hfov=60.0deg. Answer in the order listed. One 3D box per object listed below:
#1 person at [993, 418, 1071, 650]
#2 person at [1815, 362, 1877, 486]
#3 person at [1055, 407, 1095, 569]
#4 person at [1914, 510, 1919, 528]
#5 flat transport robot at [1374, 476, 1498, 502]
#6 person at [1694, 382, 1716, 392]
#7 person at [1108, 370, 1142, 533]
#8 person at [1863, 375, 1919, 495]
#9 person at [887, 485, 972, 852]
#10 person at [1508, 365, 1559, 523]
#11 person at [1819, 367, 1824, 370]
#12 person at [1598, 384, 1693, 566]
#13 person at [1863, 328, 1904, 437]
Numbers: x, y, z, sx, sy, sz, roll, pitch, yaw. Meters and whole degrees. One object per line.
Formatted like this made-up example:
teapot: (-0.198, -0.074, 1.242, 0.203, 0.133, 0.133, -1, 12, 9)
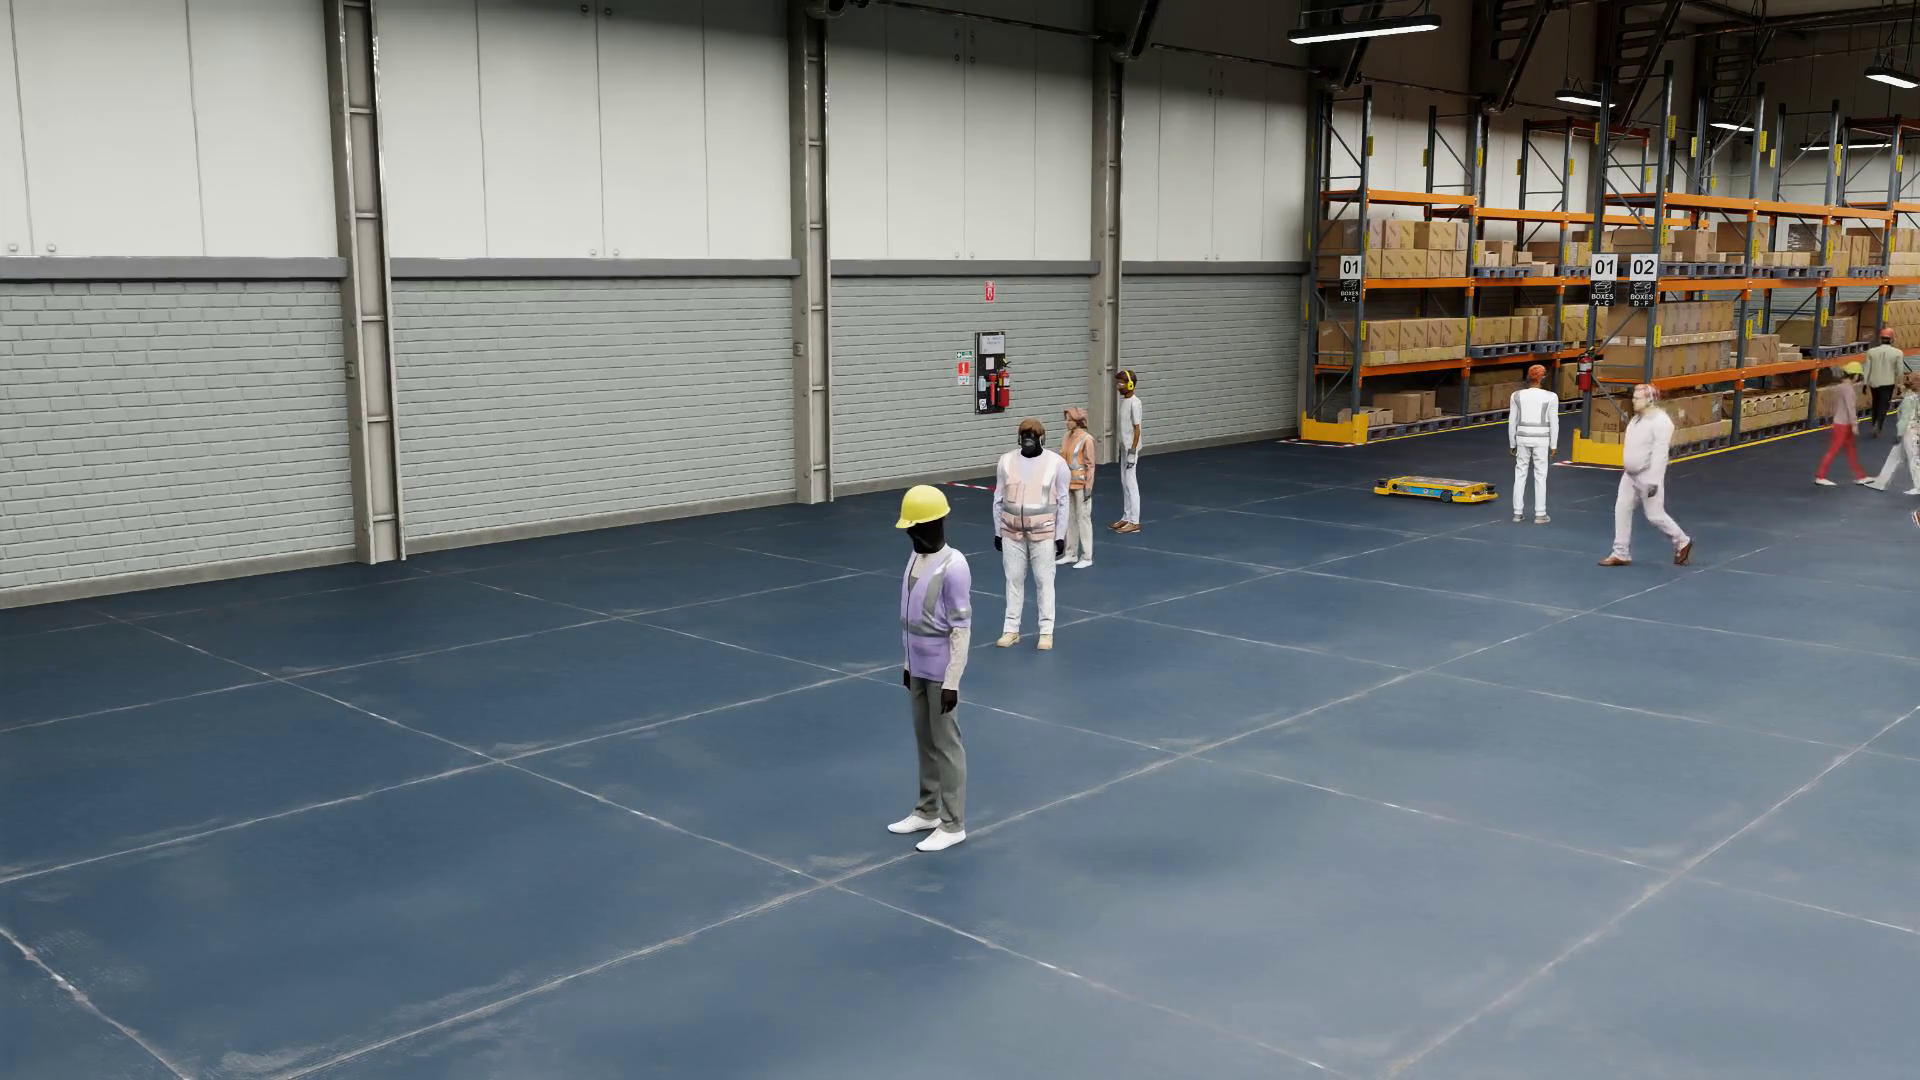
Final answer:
person: (0.554, -0.049, 13.254, 0.625, 1.846, 0.429, 3, 10, 18)
person: (12.334, -1.593, 23.032, 0.826, 1.722, 0.537, 4, 10, 22)
person: (1.175, -0.530, 16.812, 0.310, 1.636, 0.523, -5, 11, -30)
person: (11.131, -0.823, 18.633, 0.584, 1.618, 0.505, 5, 11, 29)
flat transport robot: (6.252, -0.679, 21.870, 1.431, 0.197, 0.652, 9, 13, 43)
person: (15.296, -3.426, 34.015, 0.597, 1.811, 0.827, 8, 12, 39)
person: (1.912, -1.016, 19.089, 0.329, 1.865, 0.507, -2, 9, -10)
person: (12.561, -1.405, 22.241, 0.795, 1.595, 0.536, 5, 11, 28)
person: (-0.153, 0.661, 8.697, 0.375, 1.919, 0.584, -5, 10, -26)
person: (6.817, -1.138, 19.774, 0.578, 1.883, 0.353, 6, 11, 33)
person: (18.679, -3.928, 36.336, 0.647, 2.026, 0.508, 8, 12, 41)
person: (6.986, -0.647, 16.826, 0.871, 1.871, 0.633, -3, 10, -15)
person: (16.526, -2.819, 29.798, 0.632, 1.966, 0.929, 8, 13, 42)
